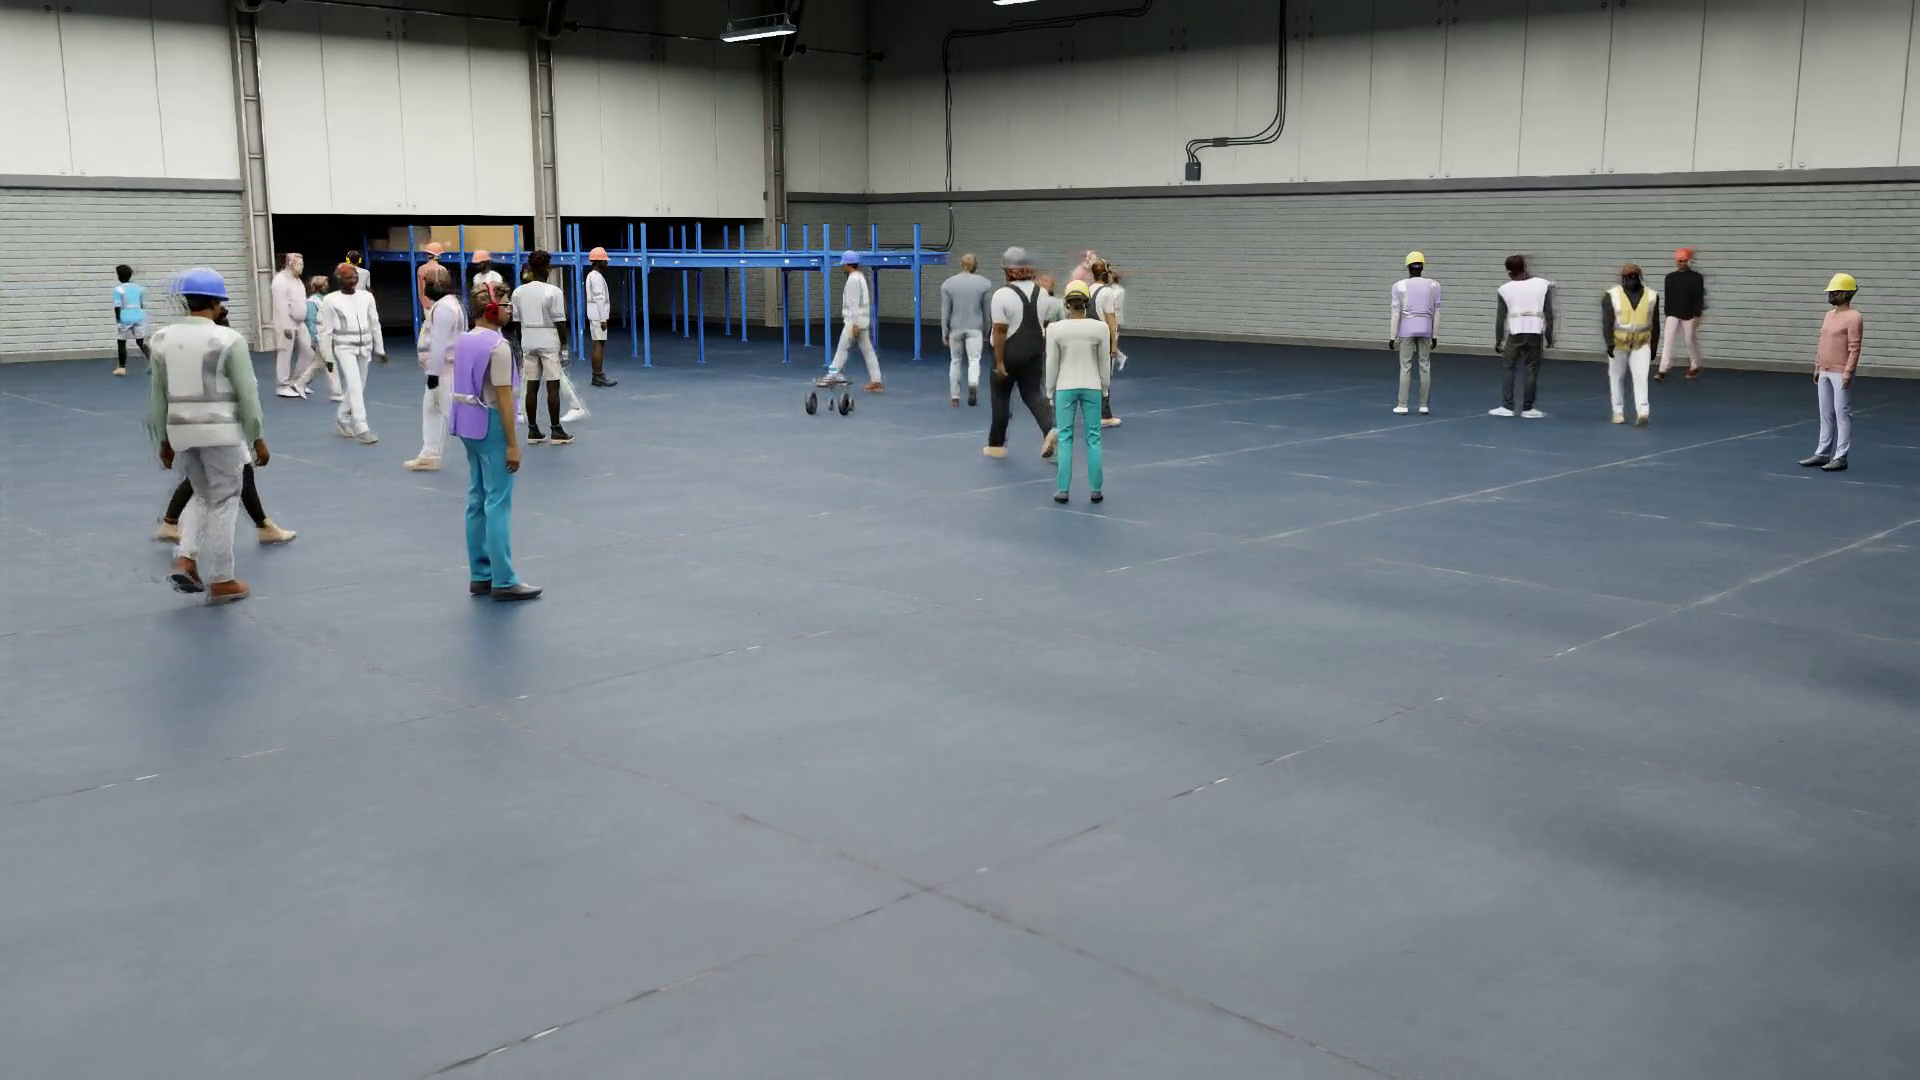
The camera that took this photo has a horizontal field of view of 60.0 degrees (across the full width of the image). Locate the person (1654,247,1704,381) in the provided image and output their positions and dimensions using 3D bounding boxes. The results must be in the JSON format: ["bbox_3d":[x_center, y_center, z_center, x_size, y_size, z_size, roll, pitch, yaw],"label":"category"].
[{"bbox_3d":[10.665,-3.331,24.496,1.084,1.941,0.637,-9,14,-42],"label":"person"}]

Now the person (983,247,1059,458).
[{"bbox_3d":[0.583,-1.763,15.756,0.685,2.000,0.899,-7,12,-32],"label":"person"}]

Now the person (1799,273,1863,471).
[{"bbox_3d":[7.936,-1.524,15.089,0.308,1.769,0.525,-1,10,-6],"label":"person"}]

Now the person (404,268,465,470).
[{"bbox_3d":[-4.601,-1.536,15.014,0.841,1.820,0.621,-3,11,-16],"label":"person"}]

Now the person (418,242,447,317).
[{"bbox_3d":[-8.414,-3.772,26.724,0.618,1.994,0.380,5,12,26],"label":"person"}]

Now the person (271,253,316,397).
[{"bbox_3d":[-8.768,-2.822,21.849,0.525,1.880,0.659,2,11,9],"label":"person"}]

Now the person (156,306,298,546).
[{"bbox_3d":[-5.057,-0.770,11.271,0.864,1.655,0.528,-7,12,-32],"label":"person"}]

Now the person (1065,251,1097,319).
[{"bbox_3d":[2.075,-3.723,26.832,0.969,1.854,0.695,5,12,27],"label":"person"}]

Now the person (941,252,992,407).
[{"bbox_3d":[0.074,-2.572,20.439,0.643,1.907,0.788,1,10,3],"label":"person"}]

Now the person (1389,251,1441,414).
[{"bbox_3d":[5.388,-2.454,19.746,0.585,1.918,0.386,0,10,0],"label":"person"}]

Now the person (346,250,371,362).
[{"bbox_3d":[-10.135,-3.924,27.924,0.520,1.865,0.318,-8,13,-36],"label":"person"}]

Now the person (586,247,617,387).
[{"bbox_3d":[-5.082,-3.152,23.499,0.354,1.939,0.545,-4,11,-23],"label":"person"}]

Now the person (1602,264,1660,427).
[{"bbox_3d":[7.455,-2.154,18.472,0.636,1.779,1.004,2,11,12],"label":"person"}]

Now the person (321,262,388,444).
[{"bbox_3d":[-6.318,-1.950,17.213,0.944,1.851,0.584,8,13,37],"label":"person"}]

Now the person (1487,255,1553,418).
[{"bbox_3d":[6.551,-2.360,19.360,0.697,1.880,0.366,1,10,8],"label":"person"}]

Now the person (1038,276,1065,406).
[{"bbox_3d":[1.061,-2.496,20.856,0.521,1.590,0.826,-1,10,-3],"label":"person"}]

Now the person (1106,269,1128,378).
[{"bbox_3d":[2.310,-3.246,24.885,0.558,1.620,0.523,-8,13,-36],"label":"person"}]

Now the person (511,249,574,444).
[{"bbox_3d":[-4.251,-1.966,16.950,0.606,1.966,0.367,4,11,19],"label":"person"}]

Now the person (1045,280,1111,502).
[{"bbox_3d":[0.936,-1.181,13.241,0.523,1.759,0.333,0,10,-1],"label":"person"}]

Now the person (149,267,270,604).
[{"bbox_3d":[-4.319,-0.599,9.603,0.605,1.924,0.448,3,11,16],"label":"person"}]

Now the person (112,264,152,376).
[{"bbox_3d":[-12.538,-3.325,25.144,0.699,1.676,0.538,6,12,29],"label":"person"}]

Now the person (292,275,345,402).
[{"bbox_3d":[-8.207,-2.575,21.262,0.757,1.616,0.524,0,10,1],"label":"person"}]

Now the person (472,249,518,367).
[{"bbox_3d":[-6.984,-3.384,24.833,0.549,1.913,0.733,5,12,26],"label":"person"}]

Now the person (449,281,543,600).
[{"bbox_3d":[-2.762,-0.584,9.738,0.396,1.847,0.565,-9,14,-40],"label":"person"}]

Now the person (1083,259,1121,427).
[{"bbox_3d":[1.560,-2.193,18.518,0.344,1.847,0.504,-9,14,-40],"label":"person"}]

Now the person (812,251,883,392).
[{"bbox_3d":[-1.488,-2.939,22.439,0.984,1.891,0.644,2,11,11],"label":"person"}]

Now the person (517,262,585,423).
[{"bbox_3d":[-4.744,-2.239,18.854,0.964,1.830,0.537,-5,11,-23],"label":"person"}]

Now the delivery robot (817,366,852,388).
[{"bbox_3d":[-1.523,-1.973,19.995,0.335,0.223,0.698,3,11,14],"label":"delivery robot"}]
